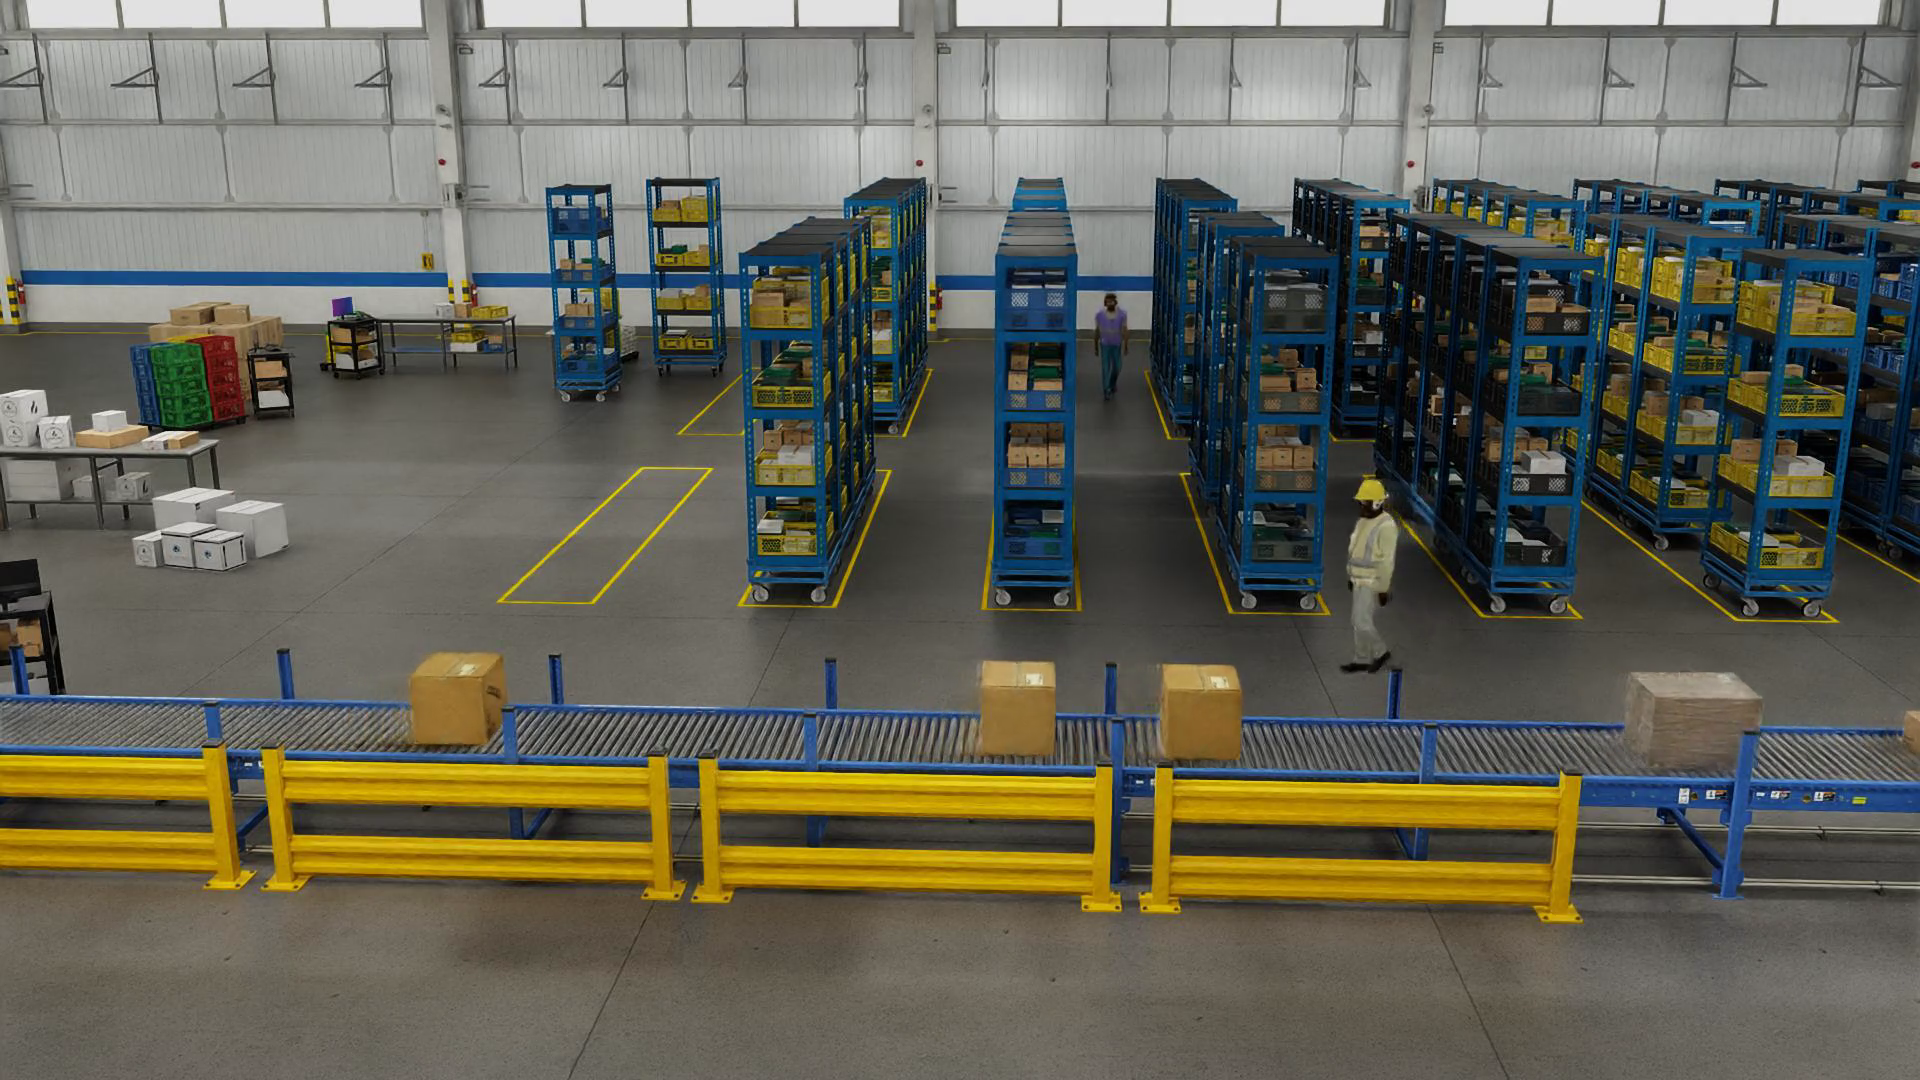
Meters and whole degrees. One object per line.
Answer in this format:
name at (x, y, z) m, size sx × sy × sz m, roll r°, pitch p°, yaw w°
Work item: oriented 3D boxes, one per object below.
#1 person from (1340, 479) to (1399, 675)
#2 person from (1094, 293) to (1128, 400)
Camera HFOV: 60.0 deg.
person at (3.631, 0.344, 14.815) m, size 0.431 × 1.817 × 0.615 m, roll -3°, pitch 15°, yaw -11°
person at (2.571, -3.309, 28.360) m, size 0.588 × 1.824 × 0.449 m, roll -1°, pitch 15°, yaw -3°
